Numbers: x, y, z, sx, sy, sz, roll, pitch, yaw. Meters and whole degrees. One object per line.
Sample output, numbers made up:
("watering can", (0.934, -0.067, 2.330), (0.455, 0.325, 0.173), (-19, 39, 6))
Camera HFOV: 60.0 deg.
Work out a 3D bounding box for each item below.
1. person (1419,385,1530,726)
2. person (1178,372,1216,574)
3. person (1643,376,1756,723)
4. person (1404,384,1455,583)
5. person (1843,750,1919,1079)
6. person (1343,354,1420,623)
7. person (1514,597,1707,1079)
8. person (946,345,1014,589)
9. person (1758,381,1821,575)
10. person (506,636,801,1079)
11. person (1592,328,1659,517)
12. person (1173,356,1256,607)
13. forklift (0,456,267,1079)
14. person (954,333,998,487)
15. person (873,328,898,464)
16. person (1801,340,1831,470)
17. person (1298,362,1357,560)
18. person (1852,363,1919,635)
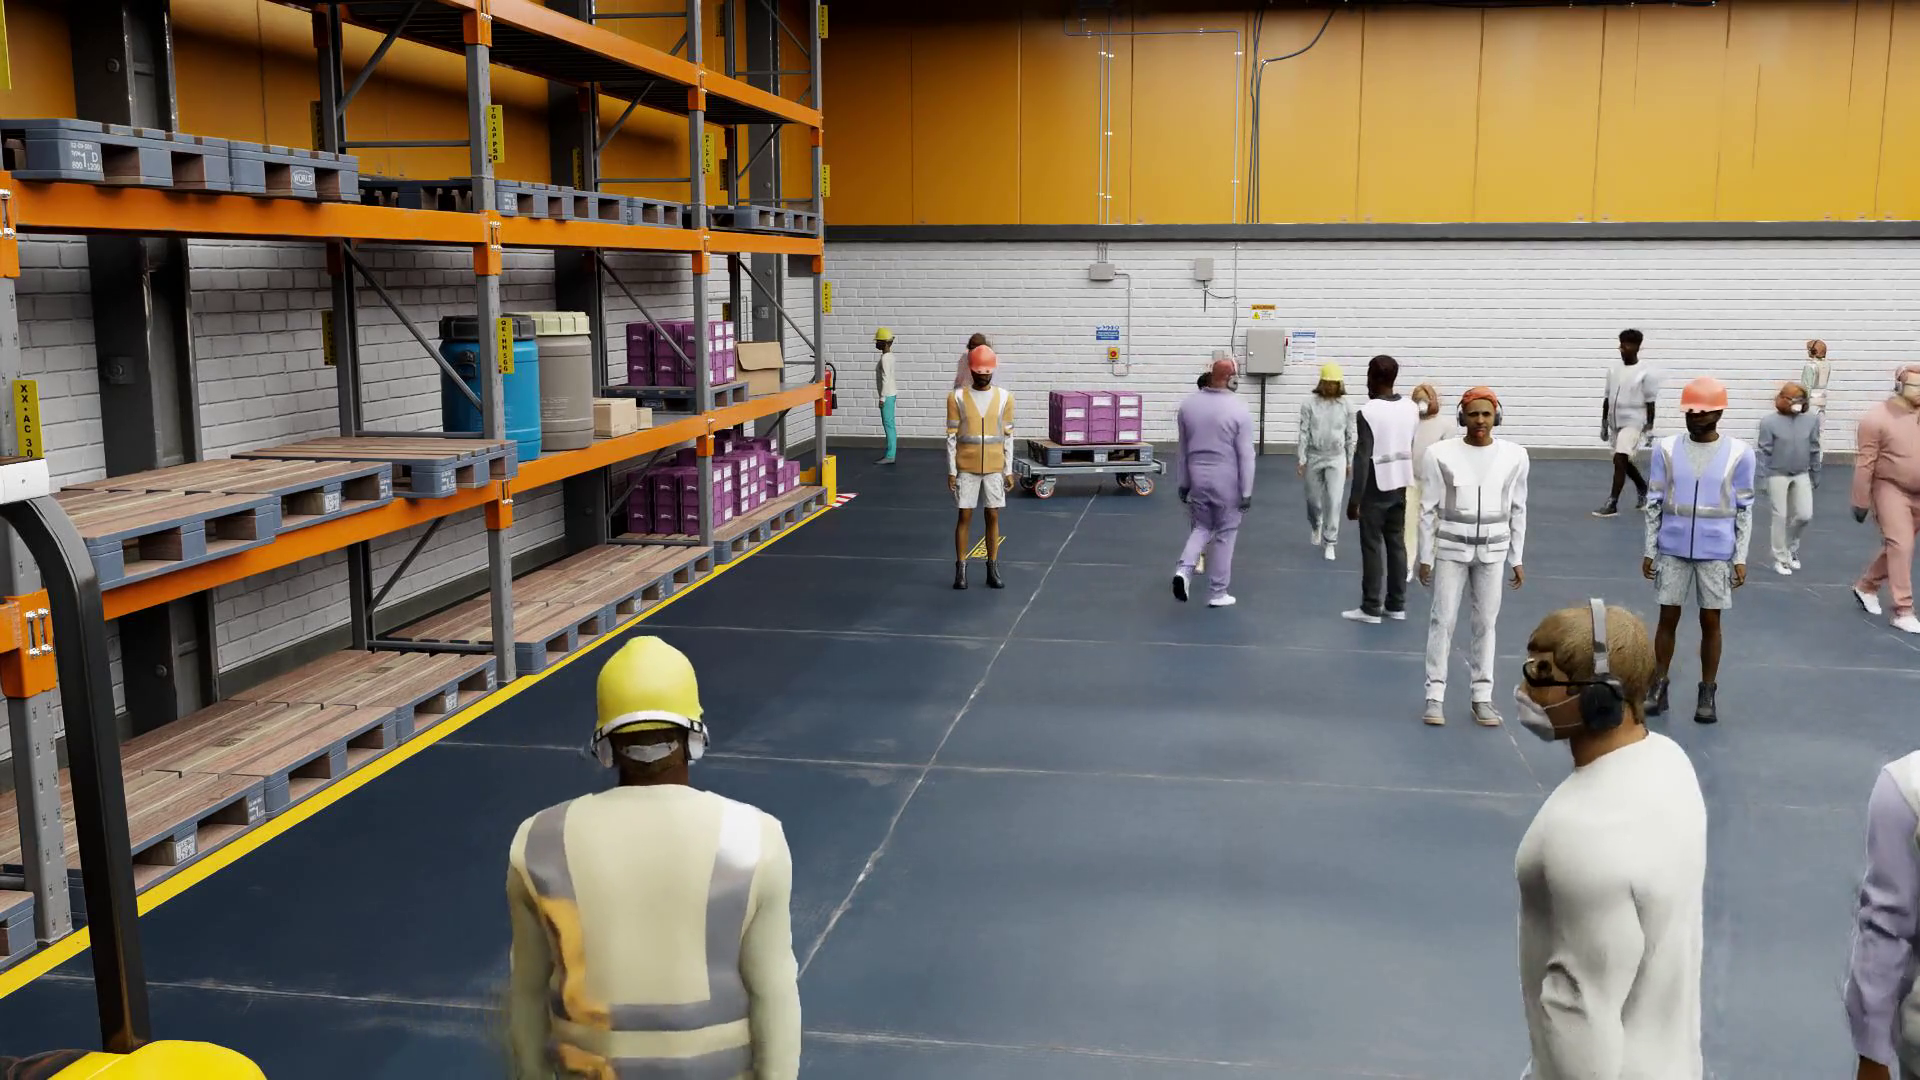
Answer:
("person", (2.819, 0.092, 9.167), (0.576, 1.881, 0.354), (1, 9, 6))
("person", (2.100, -0.582, 13.972), (0.540, 1.671, 0.724), (2, 9, 13))
("person", (4.080, 0.055, 9.234), (0.550, 1.933, 0.374), (6, 11, 32))
("person", (3.791, -0.482, 13.613), (0.512, 1.589, 0.841), (4, 10, 22))
("person", (2.146, 1.027, 3.400), (0.621, 1.893, 0.997), (4, 10, 23))
("person", (3.019, -0.360, 11.851), (0.599, 1.918, 0.392), (-6, 11, -34))
("person", (1.308, 1.057, 3.170), (0.893, 1.911, 0.627), (6, 11, 33))
("person", (0.164, -0.569, 13.104), (0.542, 1.929, 0.368), (-1, 9, -8))
("person", (6.809, -0.505, 13.663), (0.533, 1.606, 0.363), (1, 9, 3))
("person", (-0.619, 1.089, 3.362), (0.599, 1.783, 0.937), (0, 9, -2))
("person", (6.894, -1.211, 17.082), (0.894, 1.929, 0.603), (-4, 10, -25))
("person", (1.879, -0.413, 12.272), (0.661, 1.883, 0.511), (8, 12, 39))
("forklift", (-2.328, 0.975, 2.765), (2.313, 2.155, 1.214), (1, 9, 9))
("person", (0.241, -1.517, 19.405), (0.757, 1.804, 0.655), (-6, 11, -34))
("person", (-0.974, -1.861, 21.574), (0.314, 1.768, 0.526), (1, 9, 4))
("person", (10.736, -1.693, 20.925), (0.511, 1.641, 0.308), (-7, 11, -36))
("person", (3.240, -0.720, 14.685), (0.487, 1.715, 0.739), (3, 10, 17))
("person", (6.675, -0.328, 11.816), (0.640, 1.869, 0.934), (-2, 9, -10))
